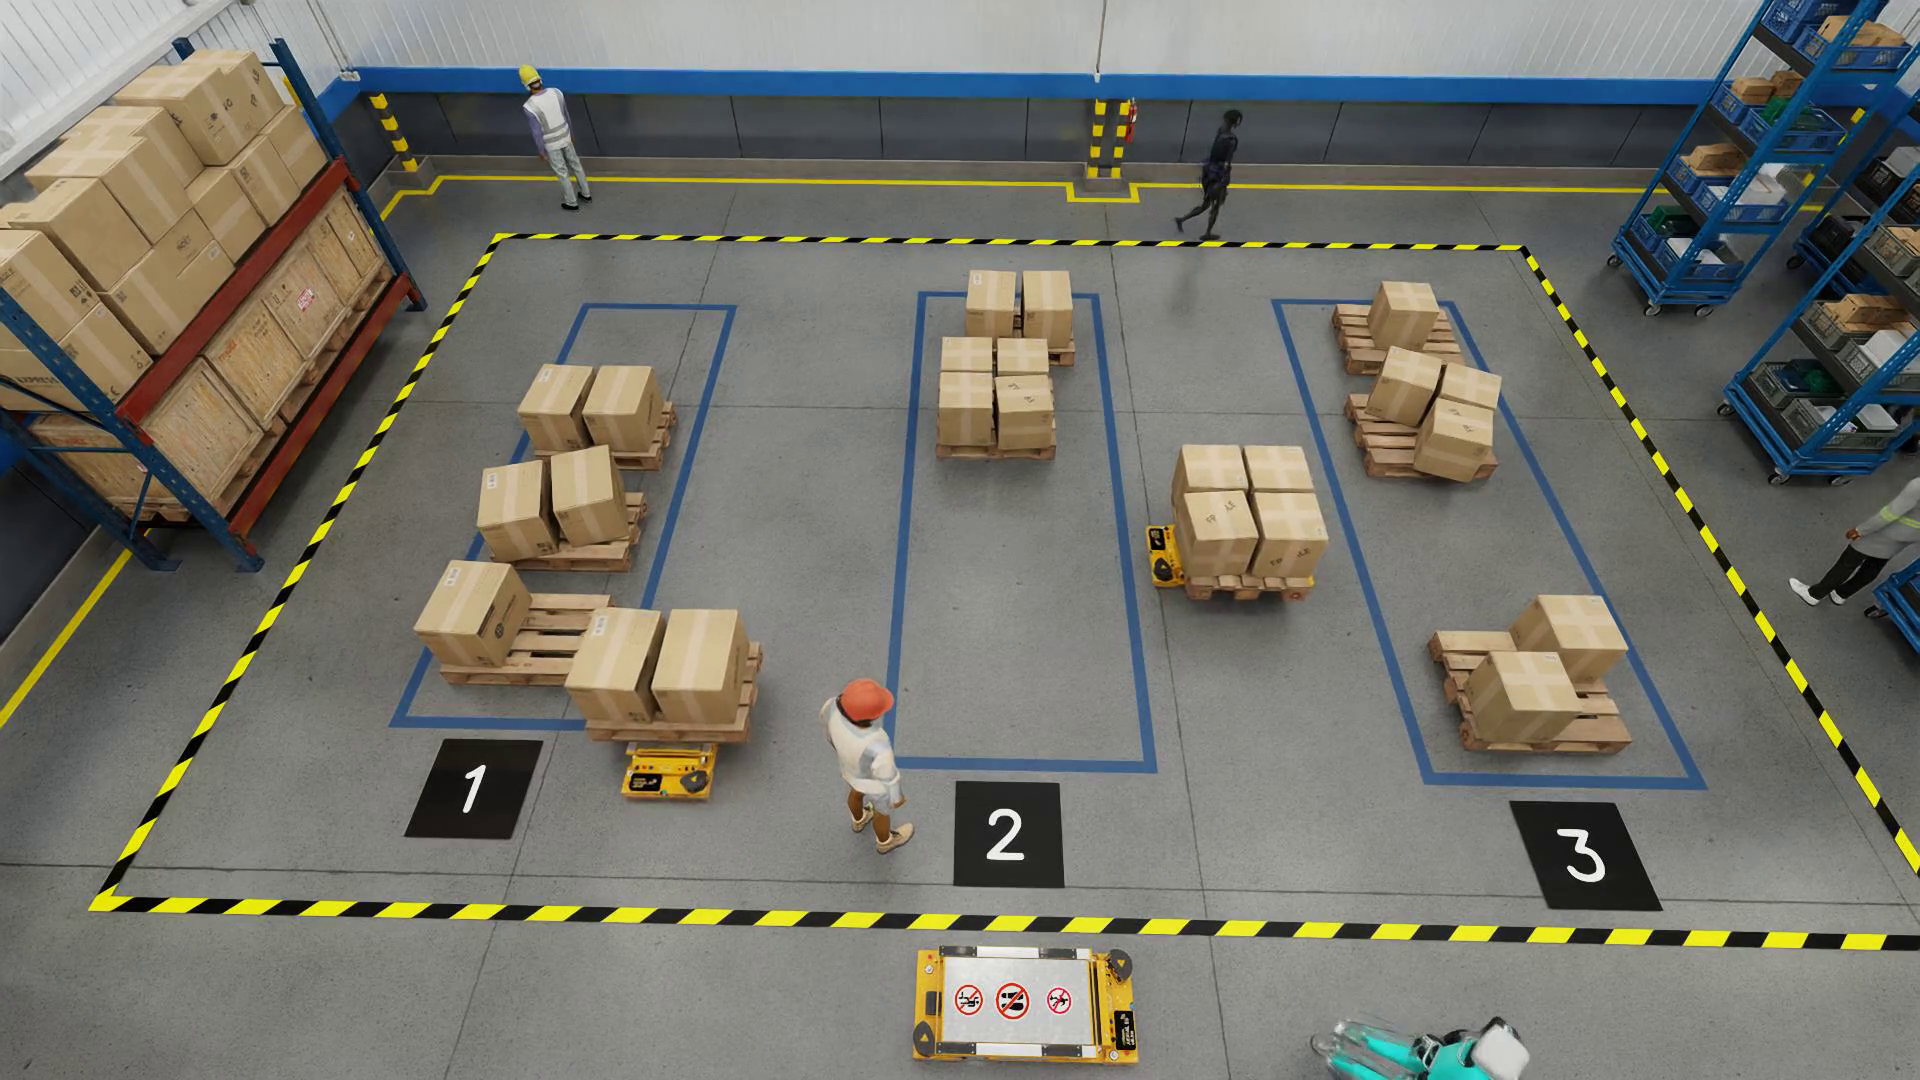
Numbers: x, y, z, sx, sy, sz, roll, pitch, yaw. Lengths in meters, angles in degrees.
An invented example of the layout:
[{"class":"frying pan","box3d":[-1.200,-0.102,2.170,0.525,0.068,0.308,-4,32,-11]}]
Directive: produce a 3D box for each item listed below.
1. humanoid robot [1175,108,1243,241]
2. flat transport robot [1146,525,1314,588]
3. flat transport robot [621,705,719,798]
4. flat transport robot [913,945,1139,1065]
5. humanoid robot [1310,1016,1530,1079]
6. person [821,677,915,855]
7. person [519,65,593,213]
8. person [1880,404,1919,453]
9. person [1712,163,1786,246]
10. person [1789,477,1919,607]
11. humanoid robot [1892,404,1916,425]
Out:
[{"class":"humanoid robot","box3d":[3.049,-4.417,11.179,0.571,1.638,0.609,-7,51,-5]},{"class":"flat transport robot","box3d":[2.457,0.119,8.371,1.431,0.197,0.652,1,51,1]},{"class":"flat transport robot","box3d":[-2.227,1.352,7.366,0.652,0.197,1.431,1,51,1]},{"class":"flat transport robot","box3d":[0.422,3.041,6.007,1.431,0.231,0.659,1,51,1]},{"class":"humanoid robot","box3d":[2.378,2.888,5.216,0.886,1.823,0.547,35,59,25]},{"class":"person","box3d":[-0.591,1.510,6.115,0.613,2.036,0.387,36,59,26]},{"class":"person","box3d":[-5.135,-5.059,11.608,0.404,1.821,0.586,25,55,19]},{"class":"person","box3d":[9.704,-1.761,8.877,0.562,1.896,0.968,4,51,3]},{"class":"person","box3d":[9.158,-4.069,10.816,0.582,1.788,0.967,-9,51,-8]},{"class":"person","box3d":[7.692,-0.113,7.557,0.597,1.849,0.388,1,51,0]},{"class":"humanoid robot","box3d":[9.359,-1.612,8.893,0.605,1.643,0.498,0,51,0]}]
